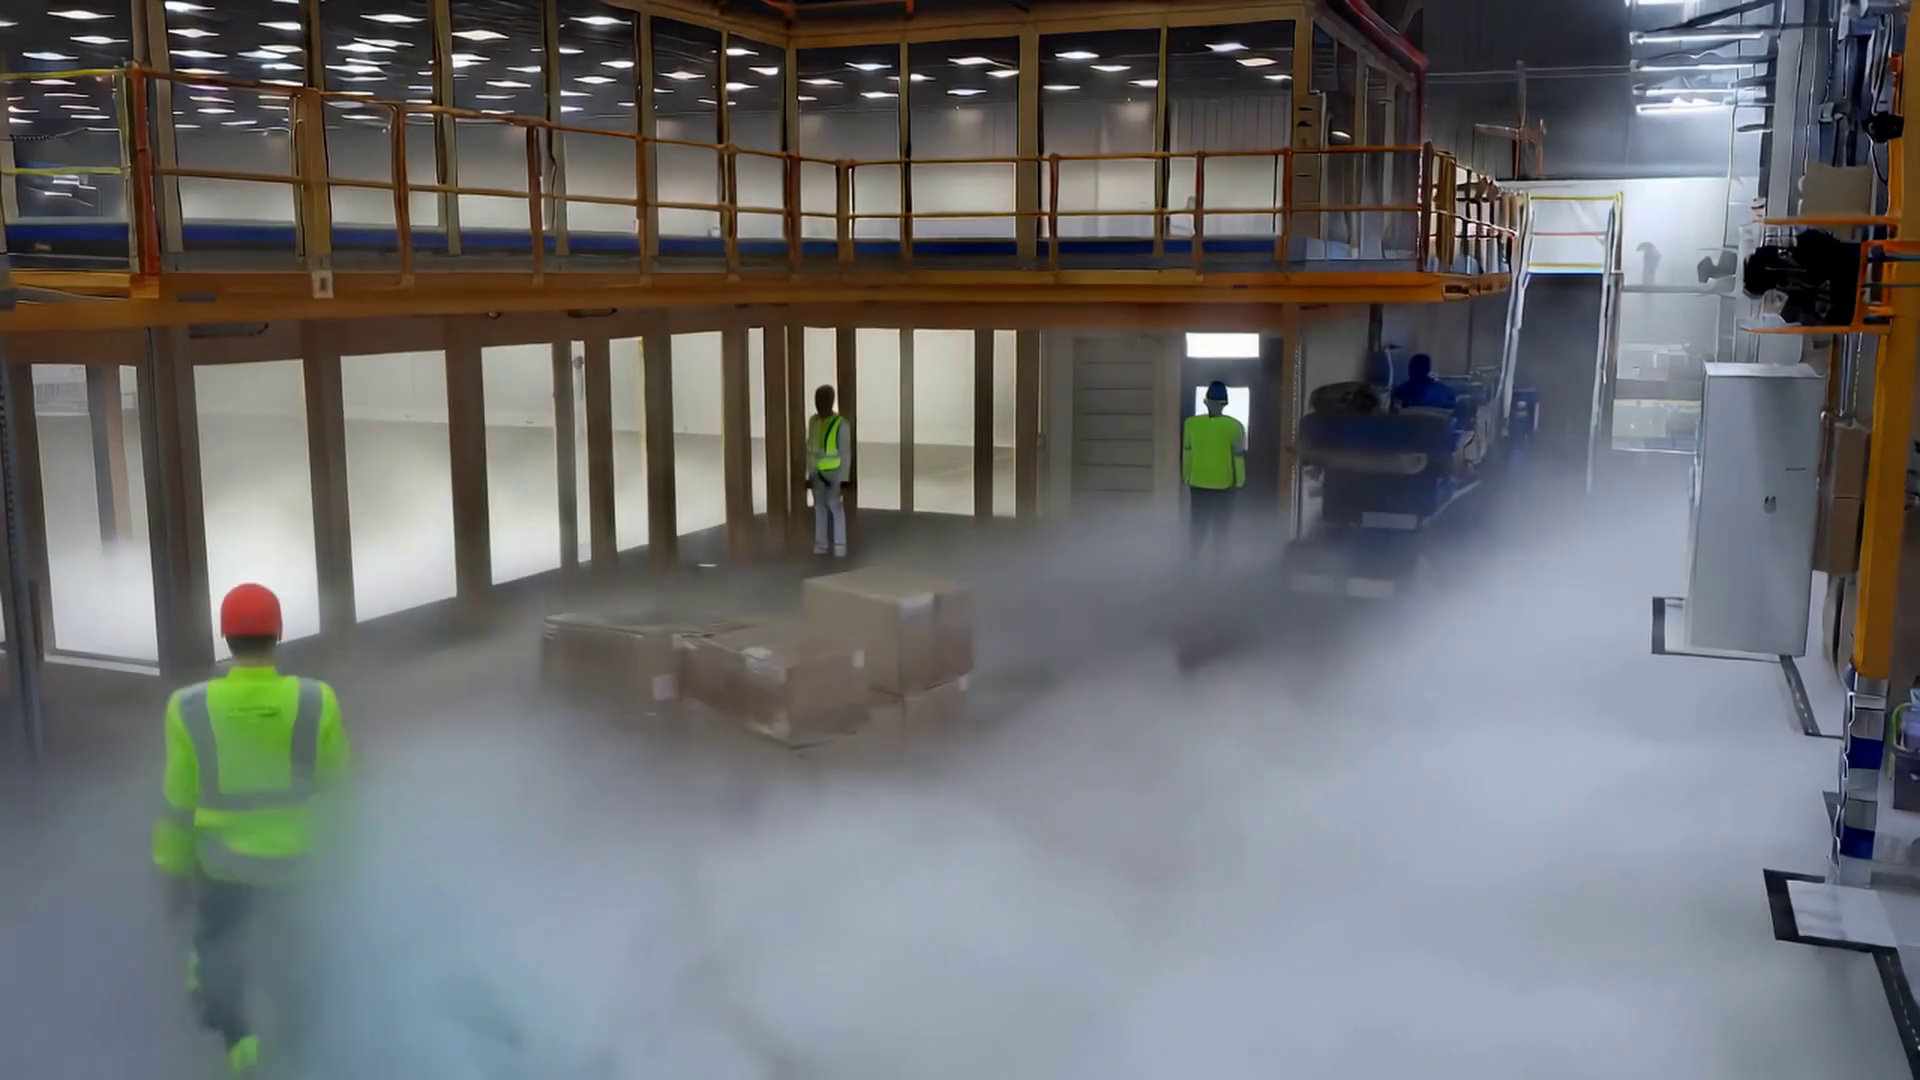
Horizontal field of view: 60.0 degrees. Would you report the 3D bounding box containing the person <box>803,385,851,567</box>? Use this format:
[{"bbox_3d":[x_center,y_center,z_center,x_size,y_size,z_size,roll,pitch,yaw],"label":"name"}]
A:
[{"bbox_3d":[-1.379,-0.663,17.222,0.572,1.885,0.356,7,12,38],"label":"person"}]

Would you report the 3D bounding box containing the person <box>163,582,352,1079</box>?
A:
[{"bbox_3d":[-2.544,1.120,6.062,0.635,1.935,0.502,-4,10,-24],"label":"person"}]

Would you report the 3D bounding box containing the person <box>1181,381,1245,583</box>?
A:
[{"bbox_3d":[2.477,-0.563,16.306,0.614,1.986,0.405,1,9,6],"label":"person"}]
